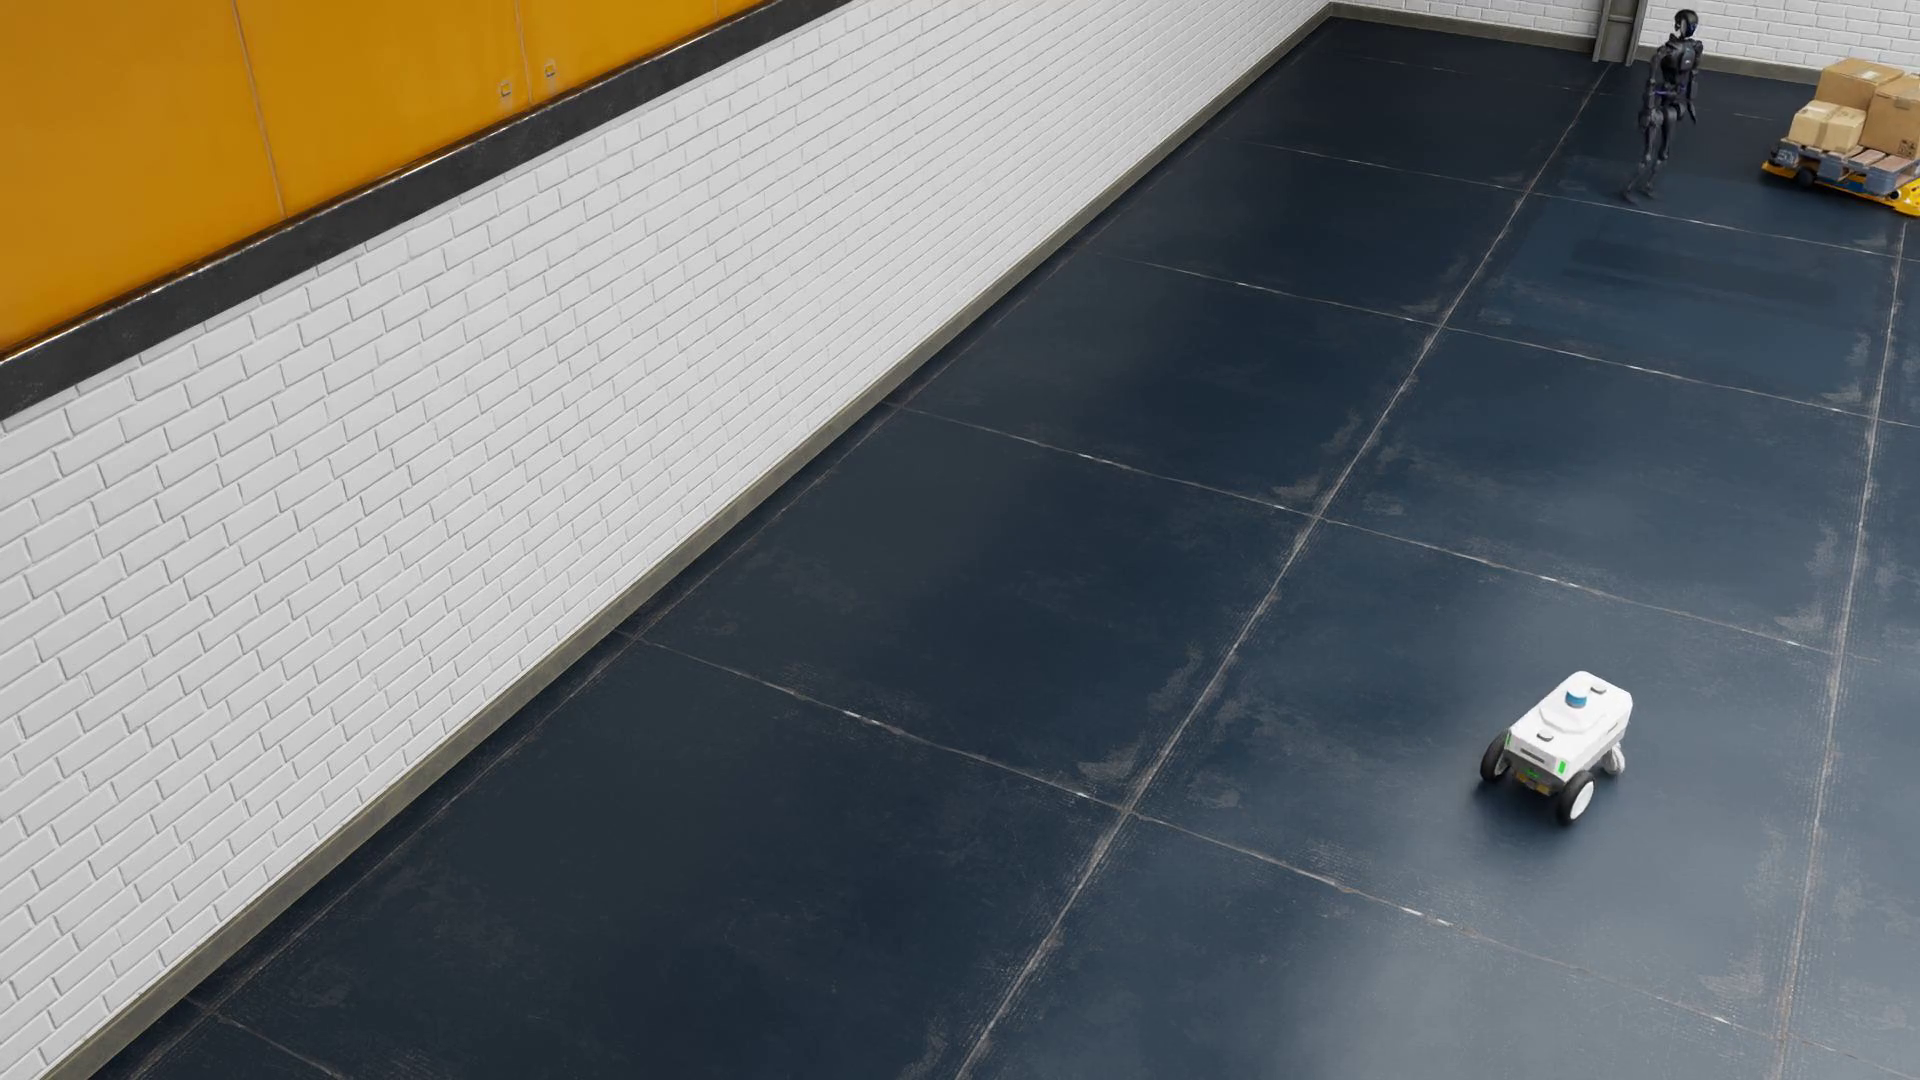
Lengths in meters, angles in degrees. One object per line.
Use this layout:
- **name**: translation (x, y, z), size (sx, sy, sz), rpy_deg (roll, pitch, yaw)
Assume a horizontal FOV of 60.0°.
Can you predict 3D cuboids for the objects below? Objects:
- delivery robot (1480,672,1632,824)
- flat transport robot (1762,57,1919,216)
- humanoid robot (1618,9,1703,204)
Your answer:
- **delivery robot**: translation (2.993, 0.999, 8.245), size (0.778, 0.606, 0.515), rpy_deg (-28, 43, -35)
- **flat transport robot**: translation (8.004, -3.251, 14.814), size (0.659, 0.231, 1.431), rpy_deg (-25, 41, -32)
- **humanoid robot**: translation (6.062, -3.716, 14.244), size (0.603, 1.651, 0.320), rpy_deg (-14, 36, -19)
